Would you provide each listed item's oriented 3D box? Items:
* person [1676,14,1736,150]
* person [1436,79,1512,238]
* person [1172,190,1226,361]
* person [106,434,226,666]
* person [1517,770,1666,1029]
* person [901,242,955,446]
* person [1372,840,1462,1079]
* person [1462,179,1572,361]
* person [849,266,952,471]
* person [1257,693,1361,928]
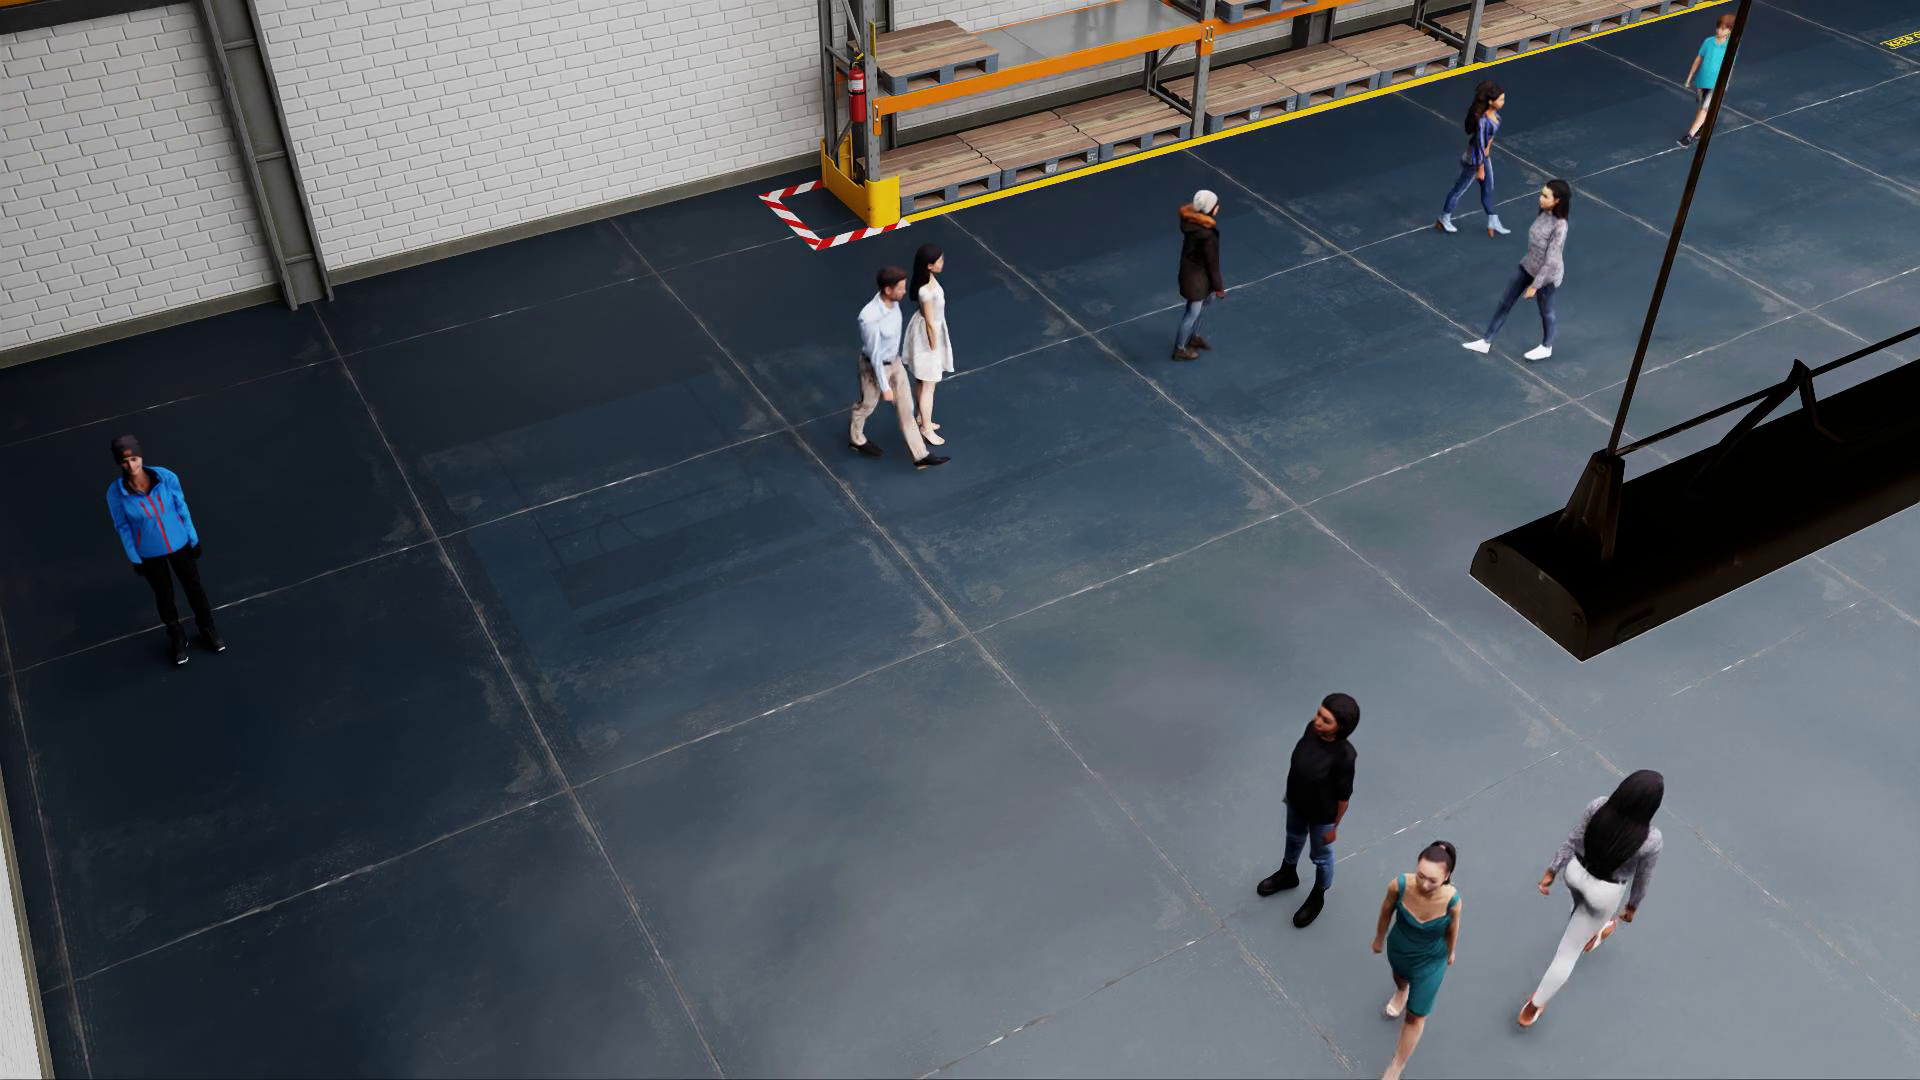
[{"bbox_3d":[8.064,-4.930,17.811,0.985,1.410,0.644,-28,46,-30],"label":"person"},{"bbox_3d":[4.915,-3.676,16.098,0.978,1.588,1.004,20,43,23],"label":"person"},{"bbox_3d":[1.974,-2.247,14.281,0.794,1.622,0.753,-4,39,-4],"label":"person"},{"bbox_3d":[-5.398,0.052,11.263,0.456,1.796,0.676,-21,43,-25],"label":"person"},{"bbox_3d":[3.359,1.955,8.993,1.253,1.654,0.753,-28,47,-31],"label":"person"},{"bbox_3d":[-0.254,-1.572,13.312,0.764,1.777,0.746,-5,39,-6],"label":"person"},{"bbox_3d":[2.432,2.127,8.795,0.907,1.634,1.103,19,42,22],"label":"person"},{"bbox_3d":[5.063,-2.284,14.268,1.102,1.697,0.821,-9,39,-11],"label":"person"},{"bbox_3d":[-0.696,-1.354,13.023,1.090,1.797,1.189,18,42,21],"label":"person"},{"bbox_3d":[2.038,1.513,9.509,0.544,1.701,0.574,-22,44,-25],"label":"person"}]
